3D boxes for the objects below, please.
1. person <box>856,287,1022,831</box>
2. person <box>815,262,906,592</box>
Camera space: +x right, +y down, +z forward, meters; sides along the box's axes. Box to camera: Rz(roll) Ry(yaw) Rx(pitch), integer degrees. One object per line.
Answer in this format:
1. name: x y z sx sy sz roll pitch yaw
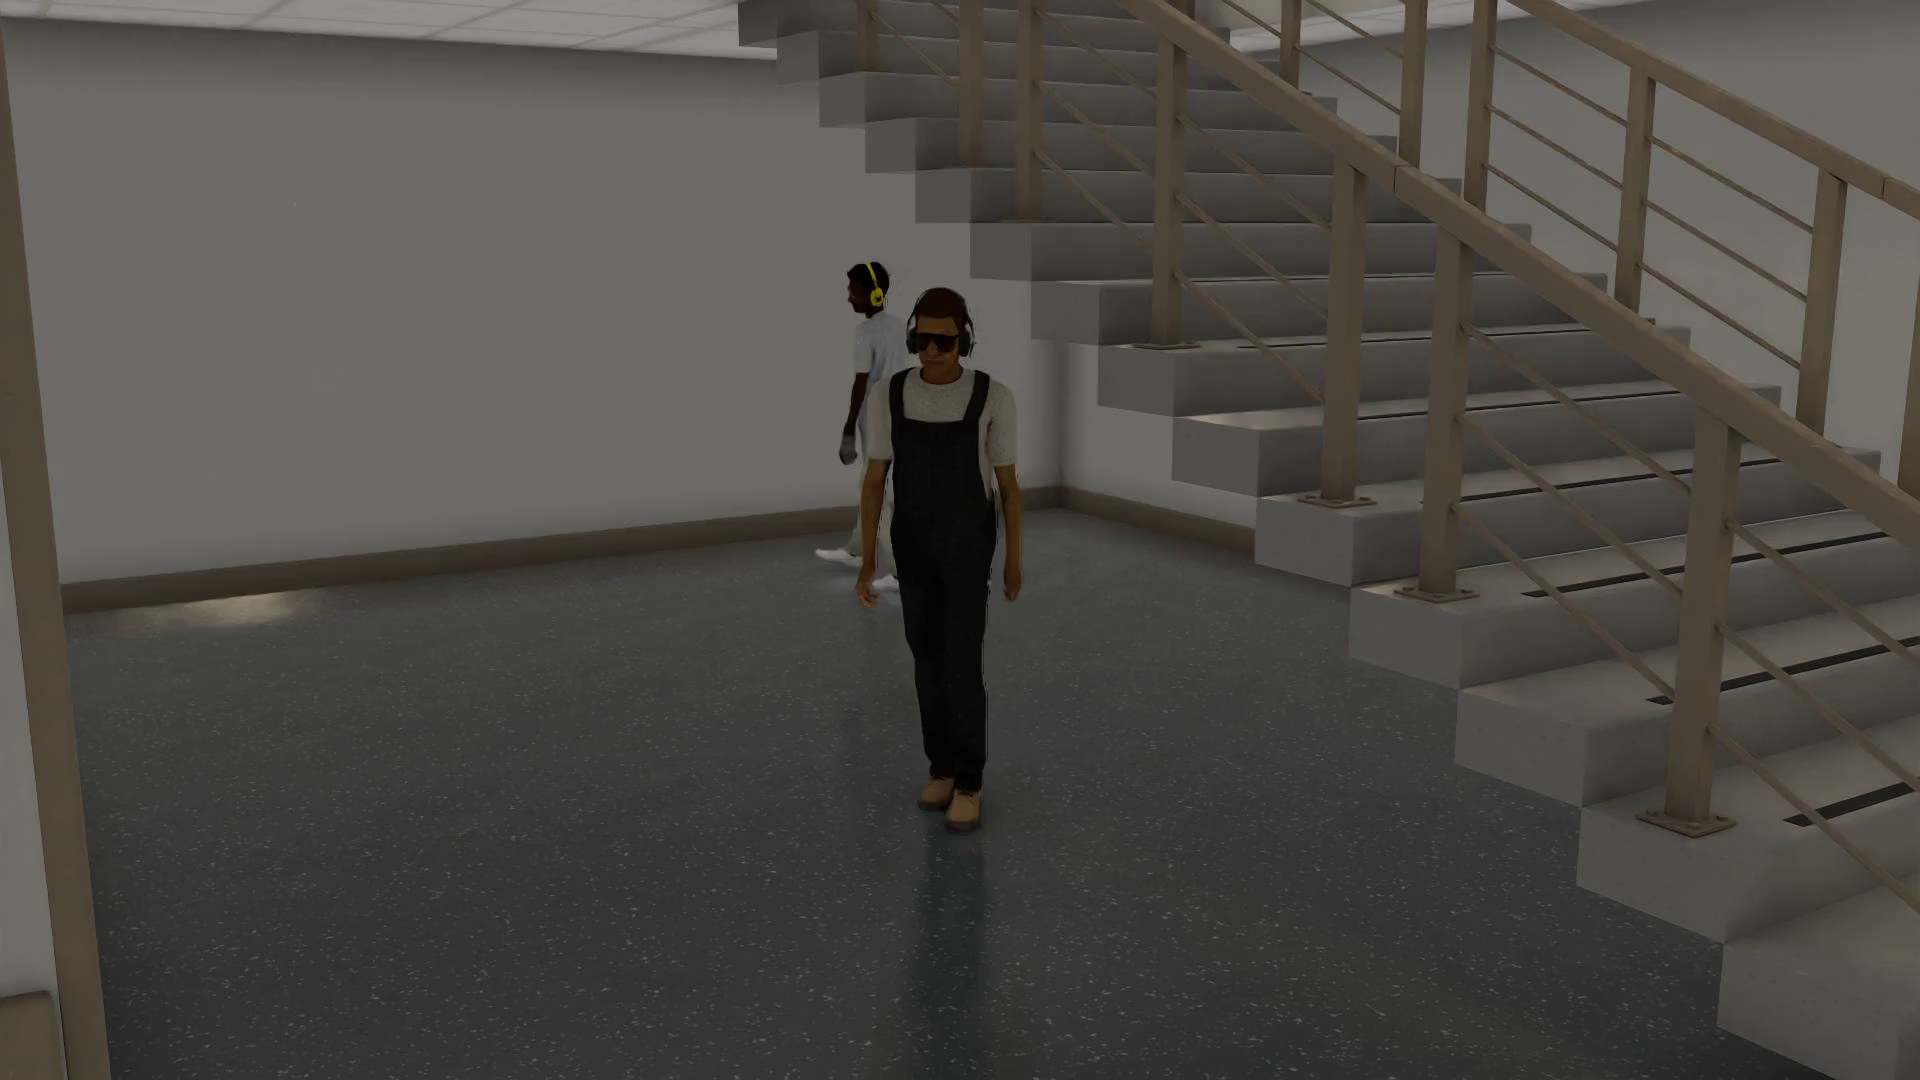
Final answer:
1. person: -0.079 0.069 5.576 0.510 1.817 0.645 3 11 16
2. person: -0.549 -0.636 9.304 0.771 1.815 0.583 5 12 24
